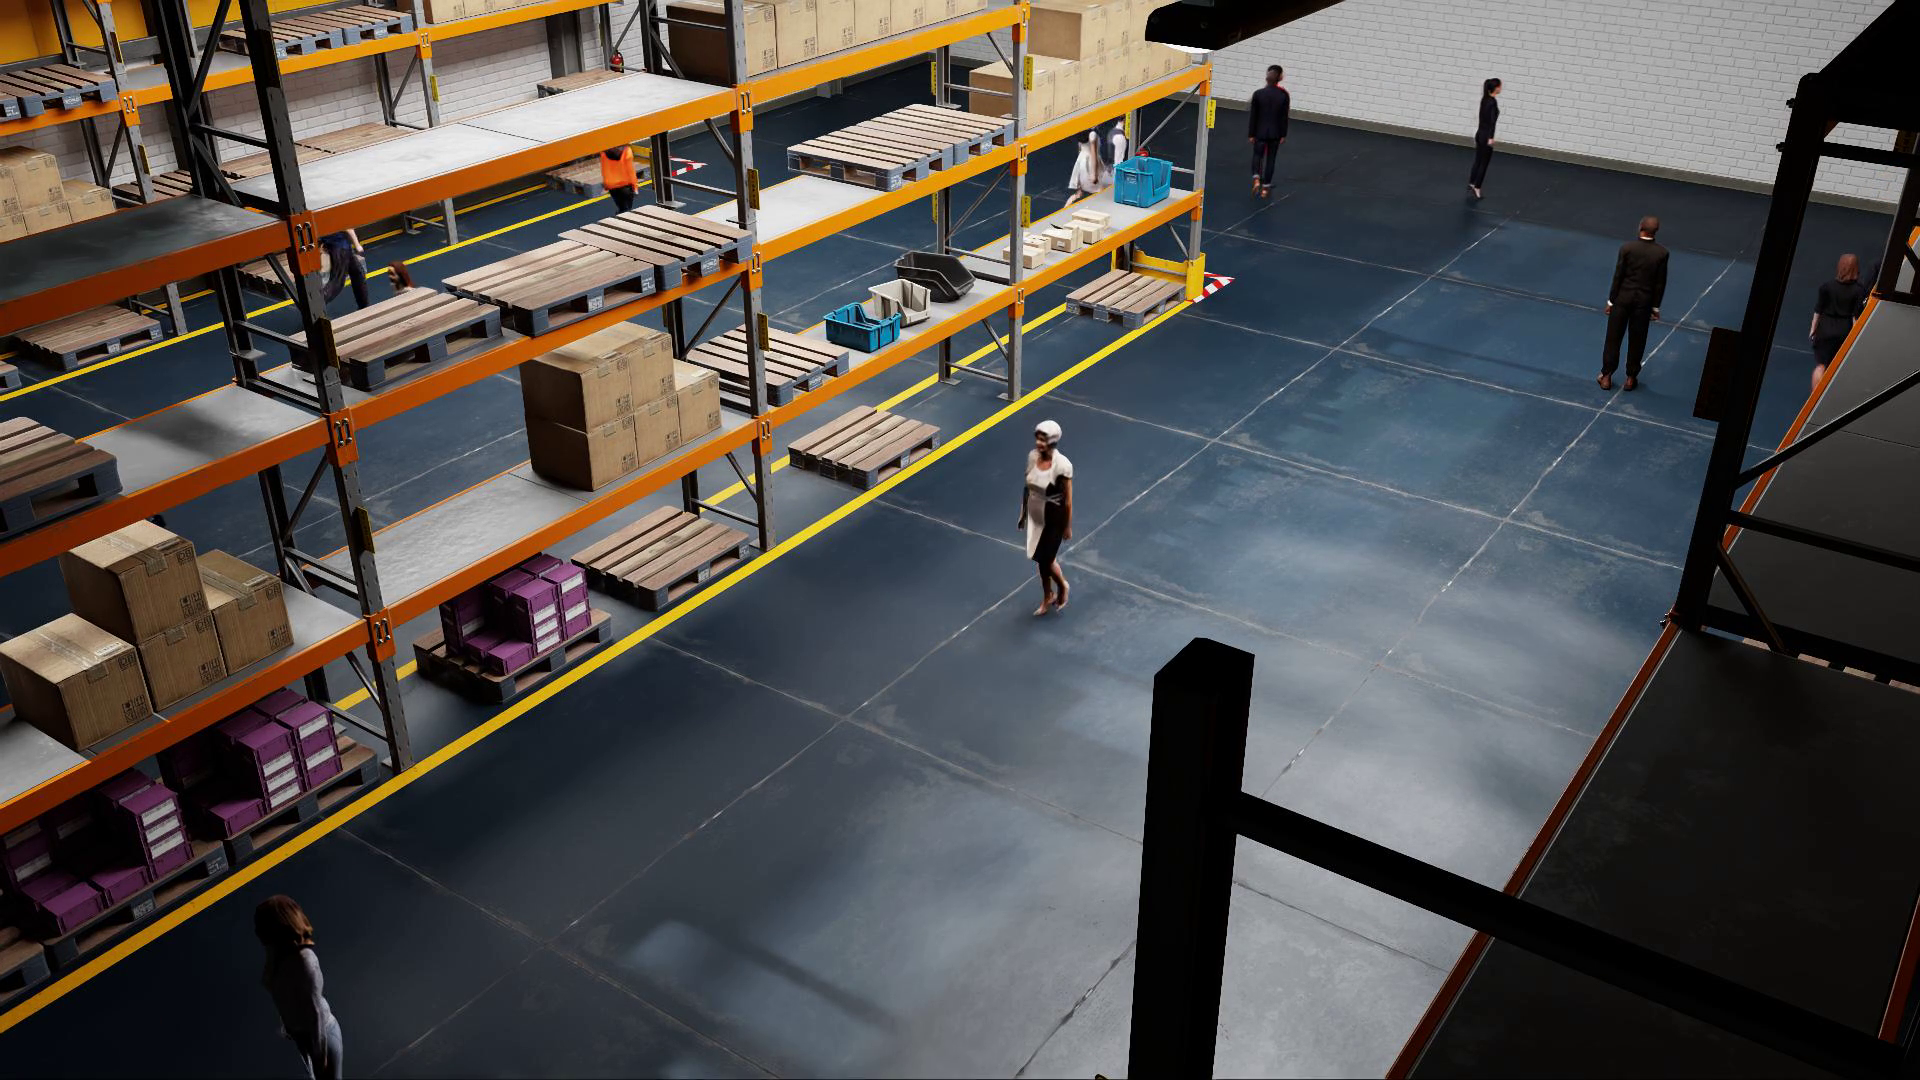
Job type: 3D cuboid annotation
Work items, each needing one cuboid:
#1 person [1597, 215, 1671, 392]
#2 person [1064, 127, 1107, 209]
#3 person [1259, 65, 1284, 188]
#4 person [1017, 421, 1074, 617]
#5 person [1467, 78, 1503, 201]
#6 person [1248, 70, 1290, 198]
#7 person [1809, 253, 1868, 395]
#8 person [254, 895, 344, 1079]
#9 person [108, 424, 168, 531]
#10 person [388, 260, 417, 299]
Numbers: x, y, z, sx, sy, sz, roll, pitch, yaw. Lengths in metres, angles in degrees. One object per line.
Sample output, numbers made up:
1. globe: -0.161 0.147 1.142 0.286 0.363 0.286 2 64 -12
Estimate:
1. person: 7.127 -2.510 17.606 0.775 1.904 0.724 9 30 15
2. person: 1.621 -4.836 22.031 1.120 1.750 0.903 -14 32 -24
3. person: 4.524 -6.040 24.245 0.656 1.743 0.646 -12 31 -21
4. person: 0.769 -0.180 13.500 0.774 1.746 0.707 -21 35 -34
5. person: 7.477 -5.720 23.694 0.700 1.709 0.611 -1 29 -1
6. person: 4.371 -5.743 23.636 0.869 1.805 0.957 5 29 10
7. person: 8.927 -2.044 17.002 0.761 1.664 1.113 12 31 21
8. person: -3.300 2.520 8.499 0.576 1.795 0.629 -25 37 -38
9. person: -6.964 -0.230 13.915 0.821 1.435 1.075 7 29 13
10. person: -5.803 -2.282 17.634 0.570 1.476 0.621 20 34 32
